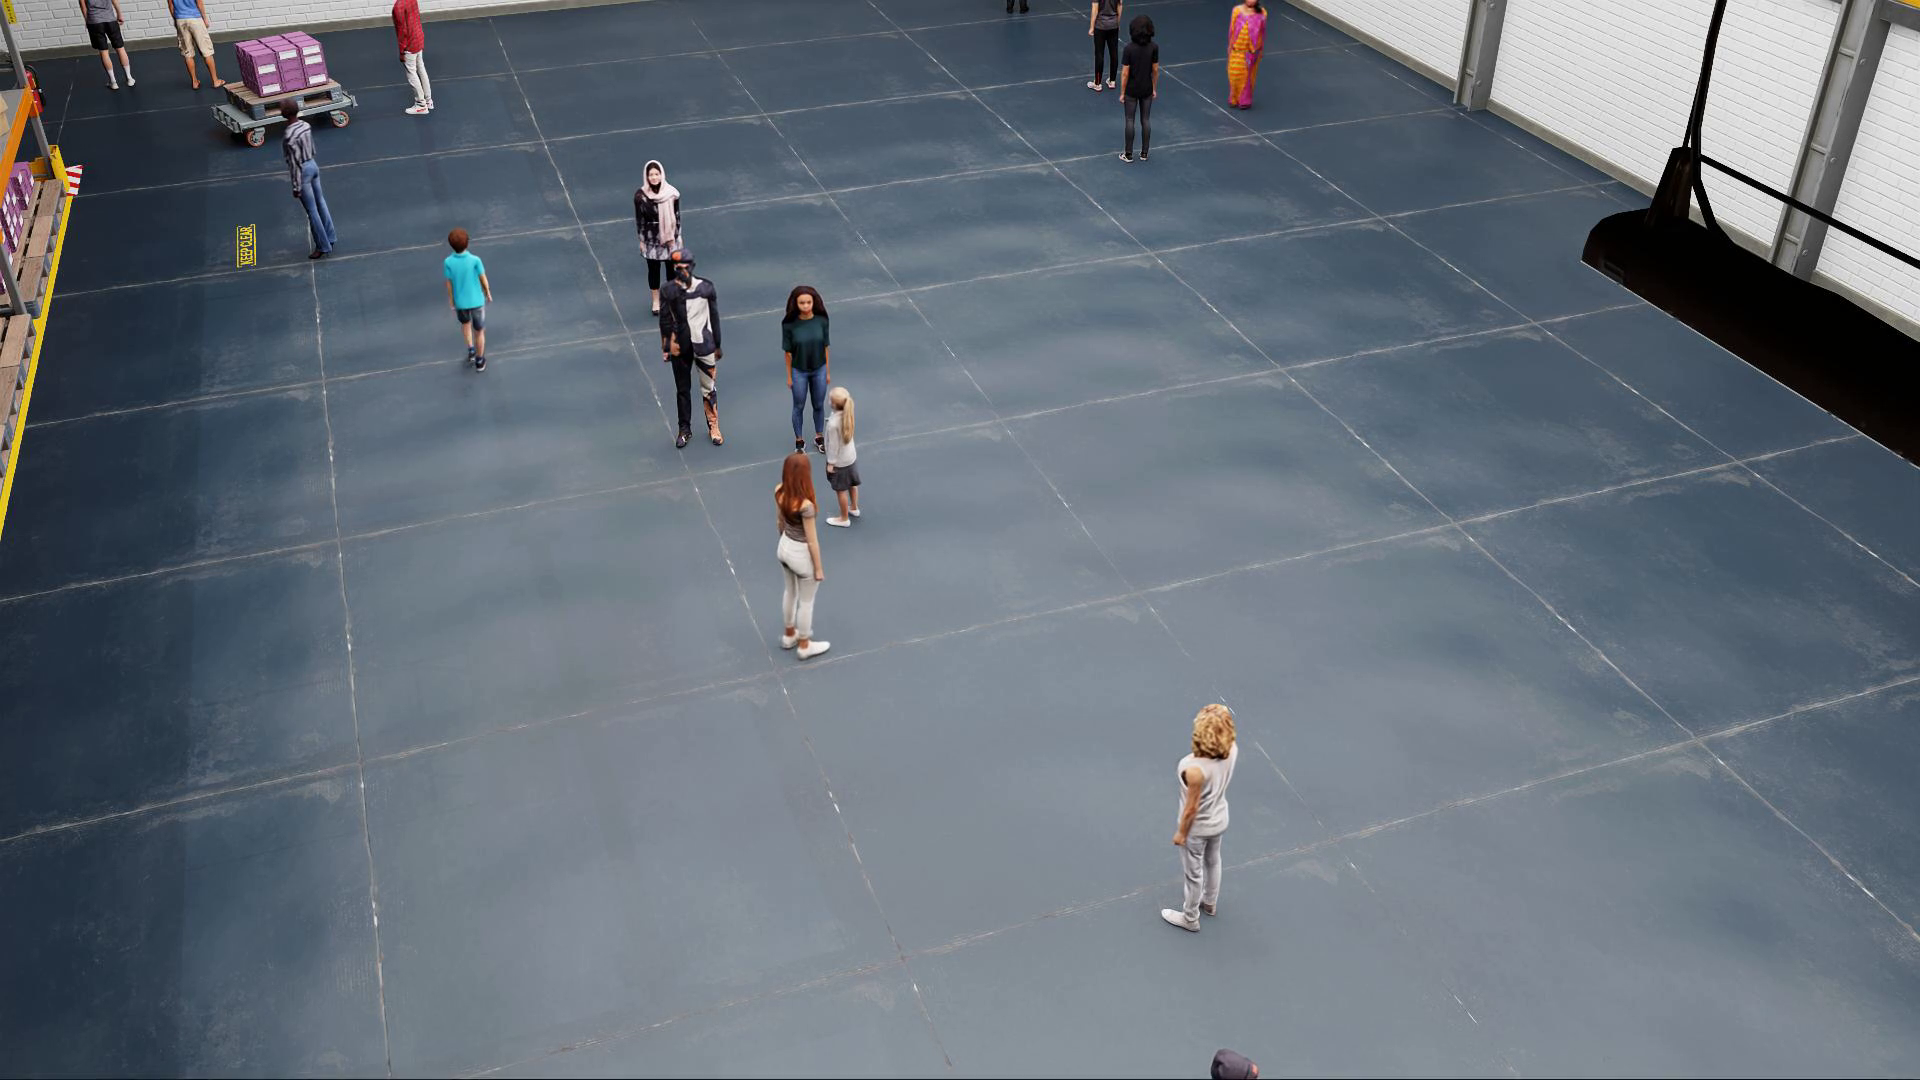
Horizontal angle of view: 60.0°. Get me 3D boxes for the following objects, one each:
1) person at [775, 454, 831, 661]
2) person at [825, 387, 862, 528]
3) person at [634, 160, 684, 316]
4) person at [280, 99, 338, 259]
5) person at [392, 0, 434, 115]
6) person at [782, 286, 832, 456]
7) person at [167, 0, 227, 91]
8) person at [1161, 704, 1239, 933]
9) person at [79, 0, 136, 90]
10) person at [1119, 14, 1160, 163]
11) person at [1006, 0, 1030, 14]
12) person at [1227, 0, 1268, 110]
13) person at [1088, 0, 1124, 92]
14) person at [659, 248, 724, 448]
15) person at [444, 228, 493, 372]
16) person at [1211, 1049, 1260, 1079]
[{"bbox_3d":[-1.197,0.122,12.230,0.719,1.718,0.582,-27,42,-34],"label":"person"},{"bbox_3d":[-0.987,-0.707,13.878,0.657,1.275,0.600,16,37,22],"label":"person"},{"bbox_3d":[-3.109,-3.151,17.227,0.615,1.638,0.603,-12,35,-18],"label":"person"},{"bbox_3d":[-7.210,-3.997,18.356,0.754,1.796,0.614,3,34,4],"label":"person"},{"bbox_3d":[-7.383,-6.679,22.369,0.818,1.820,0.705,7,34,10],"label":"person"},{"bbox_3d":[-1.352,-1.513,14.781,0.602,1.617,0.595,-9,35,-14],"label":"person"},{"bbox_3d":[-10.745,-7.244,23.182,0.685,1.863,0.611,-5,34,-8],"label":"person"},{"bbox_3d":[1.463,1.659,9.960,0.682,1.671,0.671,26,42,34],"label":"person"},{"bbox_3d":[-11.956,-7.251,23.184,0.713,1.871,0.643,-21,39,-28],"label":"person"},{"bbox_3d":[2.238,-5.650,20.807,0.657,1.836,0.570,-7,34,-10],"label":"person"},{"bbox_3d":[0.901,-9.265,26.274,0.747,1.805,0.713,4,34,5],"label":"person"},{"bbox_3d":[3.883,-6.699,22.541,0.814,1.663,0.876,5,34,7],"label":"person"},{"bbox_3d":[2.037,-7.158,23.141,0.644,1.765,0.558,-14,36,-20],"label":"person"},{"bbox_3d":[-2.386,-1.726,14.854,0.740,1.890,0.667,-4,34,-6],"label":"person"},{"bbox_3d":[-4.778,-2.309,16.144,0.610,1.434,0.722,-3,34,-5],"label":"person"},{"bbox_3d":[1.194,3.019,7.804,0.751,1.794,0.631,4,34,6],"label":"person"}]
